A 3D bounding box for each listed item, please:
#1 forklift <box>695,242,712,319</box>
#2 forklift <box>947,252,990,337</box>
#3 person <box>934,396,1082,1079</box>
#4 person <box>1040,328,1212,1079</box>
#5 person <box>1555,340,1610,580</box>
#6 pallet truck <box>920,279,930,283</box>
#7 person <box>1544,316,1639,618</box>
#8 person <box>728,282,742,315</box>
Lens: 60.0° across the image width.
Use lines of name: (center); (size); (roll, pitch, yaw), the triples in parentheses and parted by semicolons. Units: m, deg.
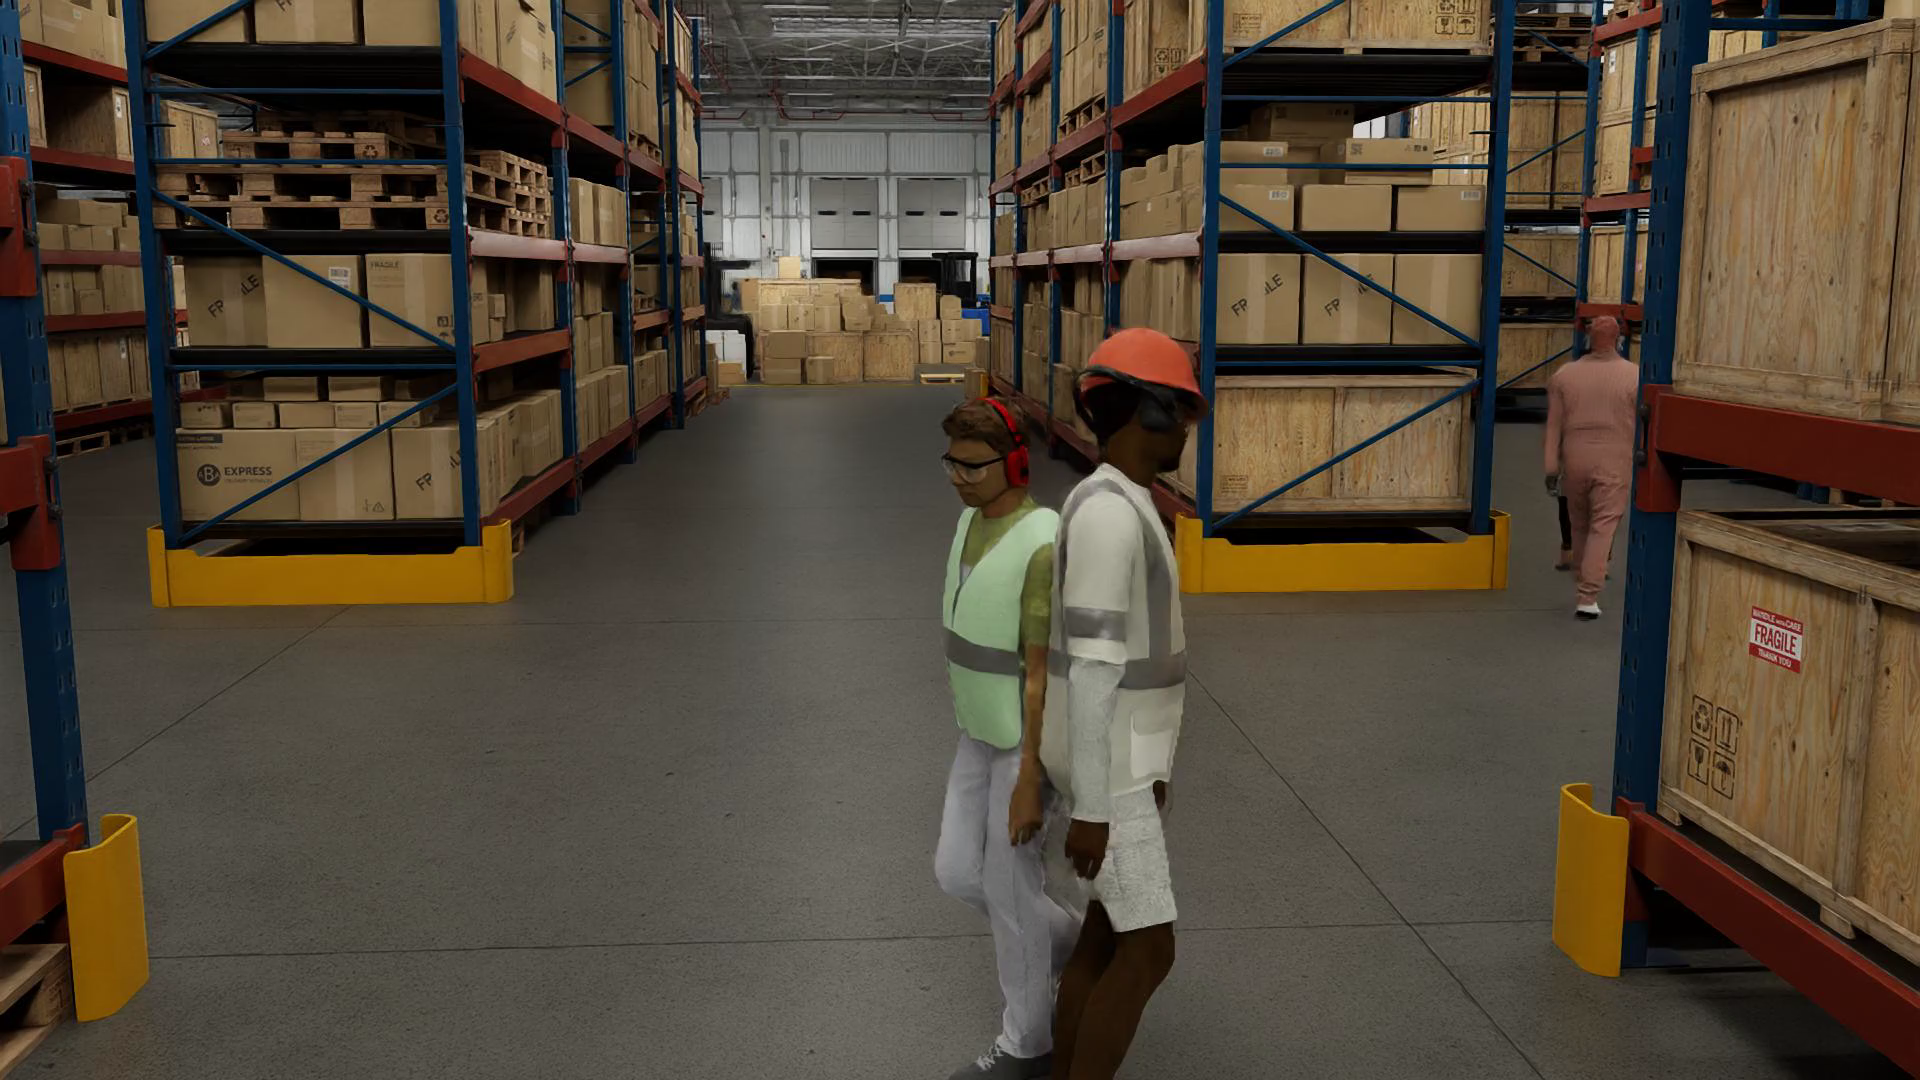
forklift: (-5.578, -5.046, 36.014); (1.873, 2.768, 1.129); (-1, 9, -4)
forklift: (0.093, -7.478, 51.288); (1.129, 2.768, 1.873); (-5, 11, -30)
person: (0.170, 0.529, 4.340); (0.484, 1.819, 0.615); (-4, 10, -22)
person: (0.374, 0.518, 3.864); (0.421, 1.990, 0.692); (1, 9, 5)
person: (4.429, -0.570, 11.681); (0.544, 1.681, 0.524); (0, 9, 3)
pallet truck: (-0.932, -8.922, 63.114); (1.885, 1.965, 0.823); (2, 9, 13)
person: (4.029, -0.466, 10.467); (0.639, 1.858, 1.003); (7, 11, 36)
person: (-7.800, -7.952, 57.350); (0.999, 1.885, 0.651); (1, 9, 4)
